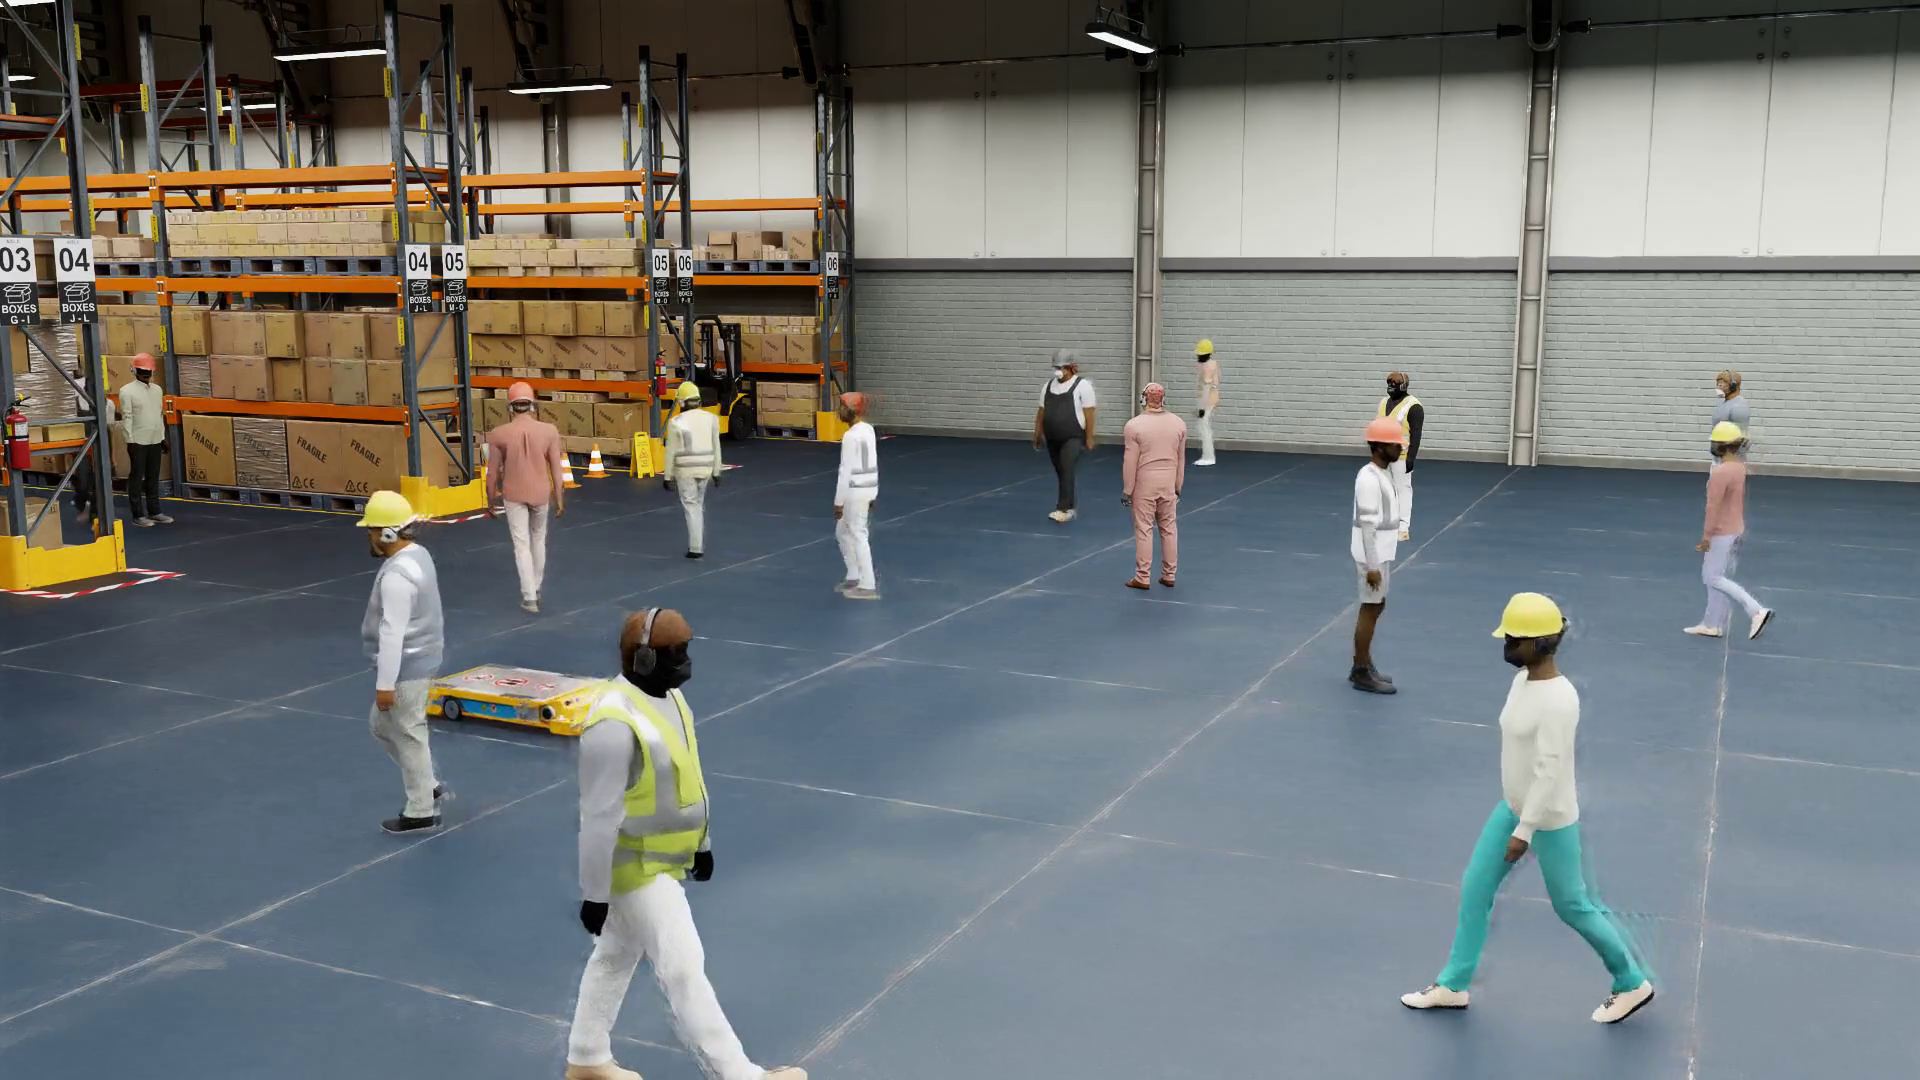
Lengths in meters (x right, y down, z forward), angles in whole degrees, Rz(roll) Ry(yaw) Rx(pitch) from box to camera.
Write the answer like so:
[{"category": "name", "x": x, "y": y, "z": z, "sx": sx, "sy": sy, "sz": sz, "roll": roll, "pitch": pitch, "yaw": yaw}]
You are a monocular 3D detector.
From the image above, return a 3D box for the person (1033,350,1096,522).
[{"category": "person", "x": 1.135, "y": -1.225, "z": 19.424, "sx": 0.711, "sy": 2.000, "sz": 0.904, "roll": 7, "pitch": 12, "yaw": 39}]

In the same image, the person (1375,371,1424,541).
[{"category": "person", "x": 4.728, "y": -0.911, "z": 18.110, "sx": 0.429, "sy": 1.844, "sz": 0.627, "roll": -5, "pitch": 11, "yaw": -30}]

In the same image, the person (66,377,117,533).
[{"category": "person", "x": -9.767, "y": -0.987, "z": 18.709, "sx": 0.537, "sy": 1.810, "sz": 0.495, "roll": -6, "pitch": 11, "yaw": -31}]

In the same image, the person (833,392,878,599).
[{"category": "person", "x": -0.997, "y": -0.391, "z": 14.865, "sx": 0.608, "sy": 1.857, "sz": 0.606, "roll": 2, "pitch": 10, "yaw": 14}]

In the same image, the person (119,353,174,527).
[{"category": "person", "x": -9.354, "y": -1.152, "z": 19.130, "sx": 0.392, "sy": 1.990, "sz": 0.612, "roll": 3, "pitch": 10, "yaw": 16}]

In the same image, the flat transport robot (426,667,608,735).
[{"category": "flat transport robot", "x": -2.886, "y": 1.036, "z": 10.971, "sx": 1.431, "sy": 0.197, "sz": 0.652, "roll": 5, "pitch": 10, "yaw": 26}]

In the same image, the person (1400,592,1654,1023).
[{"category": "person", "x": 2.280, "y": 1.047, "z": 6.467, "sx": 0.926, "sy": 1.714, "sz": 0.527, "roll": -1, "pitch": 9, "yaw": -5}]

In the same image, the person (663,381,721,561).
[{"category": "person", "x": -2.778, "y": -0.700, "z": 16.874, "sx": 0.620, "sy": 1.815, "sz": 0.610, "roll": -9, "pitch": 13, "yaw": -43}]

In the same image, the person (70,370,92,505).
[{"category": "person", "x": -11.011, "y": -1.374, "z": 20.742, "sx": 0.456, "sy": 1.902, "sz": 0.633, "roll": 4, "pitch": 10, "yaw": 25}]

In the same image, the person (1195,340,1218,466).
[{"category": "person", "x": 3.708, "y": -2.051, "z": 24.961, "sx": 0.372, "sy": 1.891, "sz": 0.645, "roll": 2, "pitch": 10, "yaw": 13}]

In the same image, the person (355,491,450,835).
[{"category": "person", "x": -2.900, "y": 0.646, "z": 8.627, "sx": 0.430, "sy": 1.816, "sz": 0.622, "roll": -2, "pitch": 9, "yaw": -10}]

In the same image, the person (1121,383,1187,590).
[{"category": "person", "x": 1.765, "y": -0.495, "z": 15.358, "sx": 0.643, "sy": 1.910, "sz": 0.400, "roll": -4, "pitch": 10, "yaw": -23}]

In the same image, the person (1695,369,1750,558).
[{"category": "person", "x": 7.835, "y": -0.779, "z": 17.013, "sx": 0.373, "sy": 1.936, "sz": 0.629, "roll": 1, "pitch": 9, "yaw": 9}]

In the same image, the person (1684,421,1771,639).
[{"category": "person", "x": 6.102, "y": -0.058, "z": 13.140, "sx": 0.612, "sy": 1.752, "sz": 0.527, "roll": 8, "pitch": 12, "yaw": 42}]

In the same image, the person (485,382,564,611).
[{"category": "person", "x": -3.840, "y": -0.396, "z": 14.567, "sx": 0.647, "sy": 1.960, "sz": 0.904, "roll": -5, "pitch": 10, "yaw": -27}]

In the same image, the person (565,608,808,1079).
[{"category": "person", "x": -0.995, "y": 1.123, "z": 5.793, "sx": 0.959, "sy": 1.786, "sz": 0.648, "roll": 1, "pitch": 9, "yaw": 6}]

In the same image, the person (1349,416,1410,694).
[{"category": "person", "x": 2.930, "y": 0.097, "z": 11.633, "sx": 0.367, "sy": 1.937, "sz": 0.545, "roll": 4, "pitch": 10, "yaw": 24}]
